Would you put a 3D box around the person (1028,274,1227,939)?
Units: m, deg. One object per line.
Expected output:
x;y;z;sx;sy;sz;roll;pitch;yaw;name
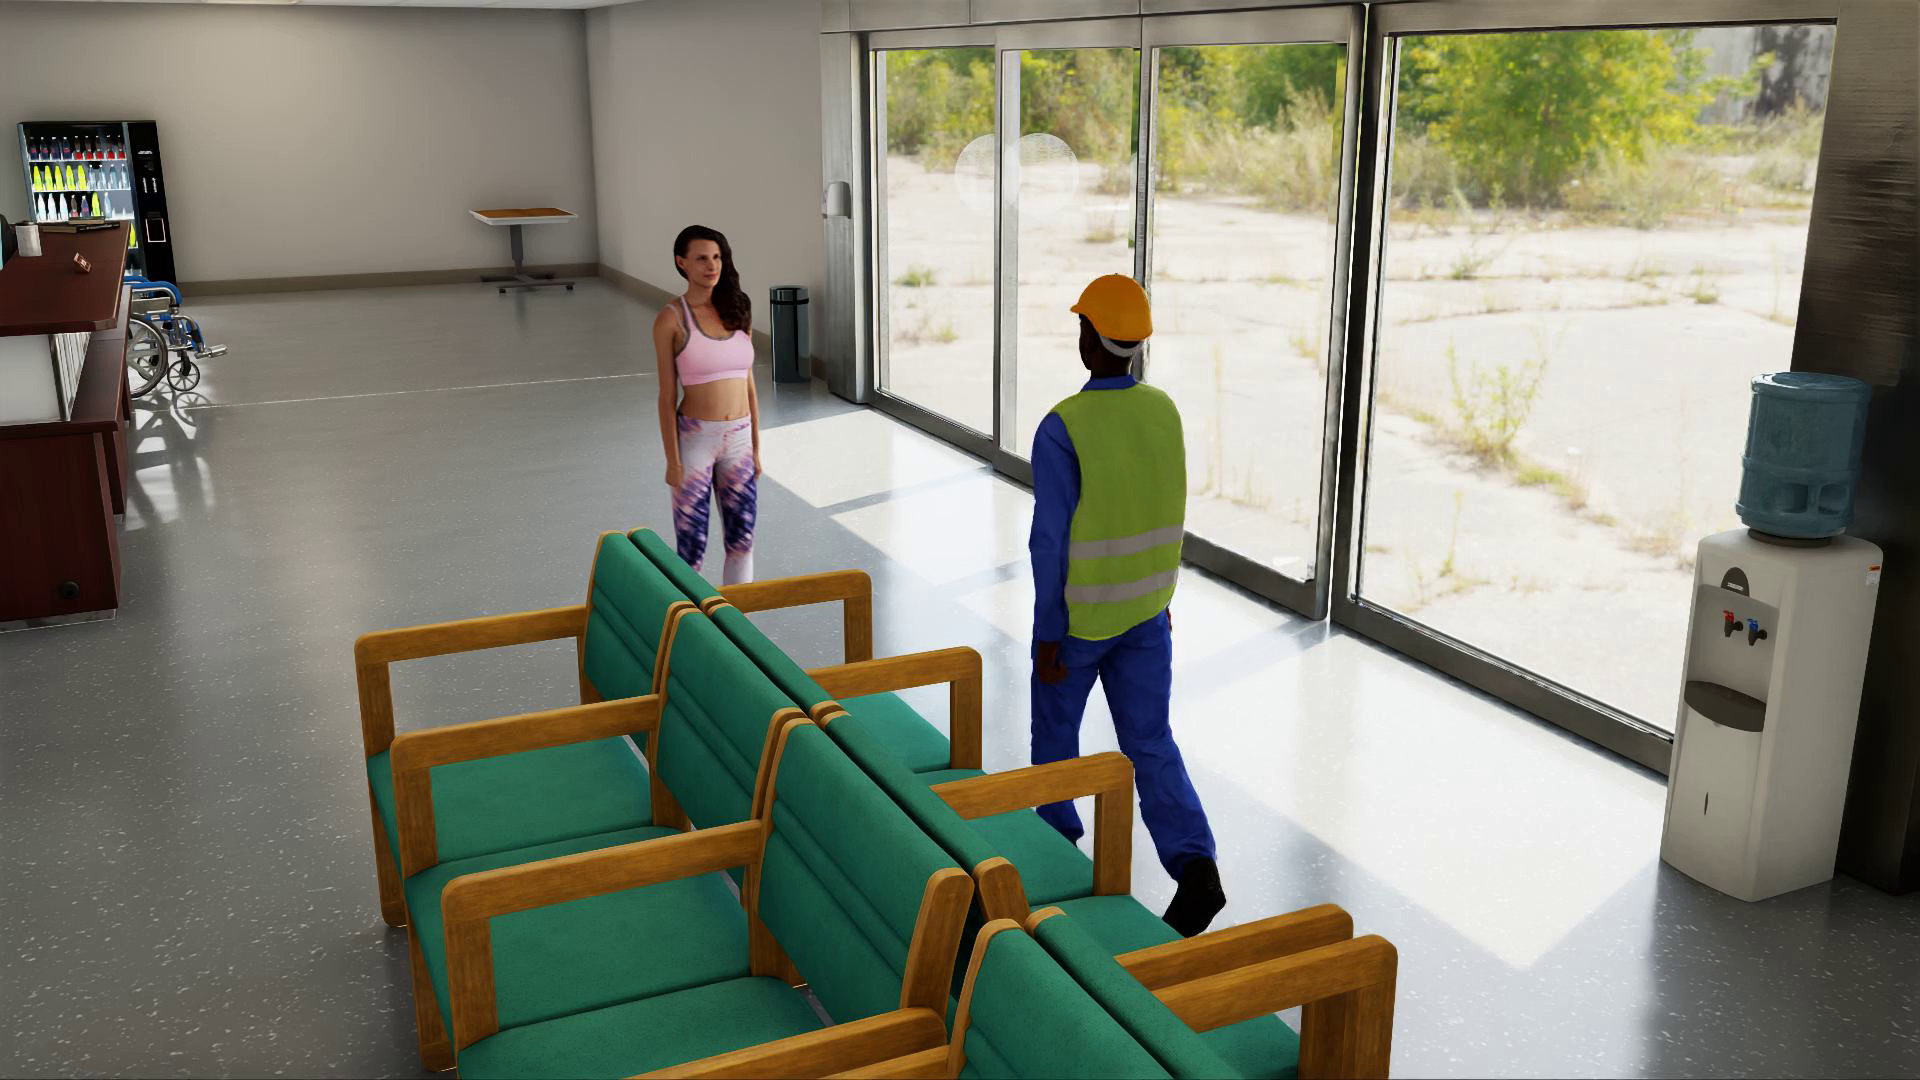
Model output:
0.434;0.215;4.472;1.092;1.787;0.797;-9;18;-29;person

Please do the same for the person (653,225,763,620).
-0.965;-0.335;6.455;0.543;1.769;0.683;-13;20;-38;person
